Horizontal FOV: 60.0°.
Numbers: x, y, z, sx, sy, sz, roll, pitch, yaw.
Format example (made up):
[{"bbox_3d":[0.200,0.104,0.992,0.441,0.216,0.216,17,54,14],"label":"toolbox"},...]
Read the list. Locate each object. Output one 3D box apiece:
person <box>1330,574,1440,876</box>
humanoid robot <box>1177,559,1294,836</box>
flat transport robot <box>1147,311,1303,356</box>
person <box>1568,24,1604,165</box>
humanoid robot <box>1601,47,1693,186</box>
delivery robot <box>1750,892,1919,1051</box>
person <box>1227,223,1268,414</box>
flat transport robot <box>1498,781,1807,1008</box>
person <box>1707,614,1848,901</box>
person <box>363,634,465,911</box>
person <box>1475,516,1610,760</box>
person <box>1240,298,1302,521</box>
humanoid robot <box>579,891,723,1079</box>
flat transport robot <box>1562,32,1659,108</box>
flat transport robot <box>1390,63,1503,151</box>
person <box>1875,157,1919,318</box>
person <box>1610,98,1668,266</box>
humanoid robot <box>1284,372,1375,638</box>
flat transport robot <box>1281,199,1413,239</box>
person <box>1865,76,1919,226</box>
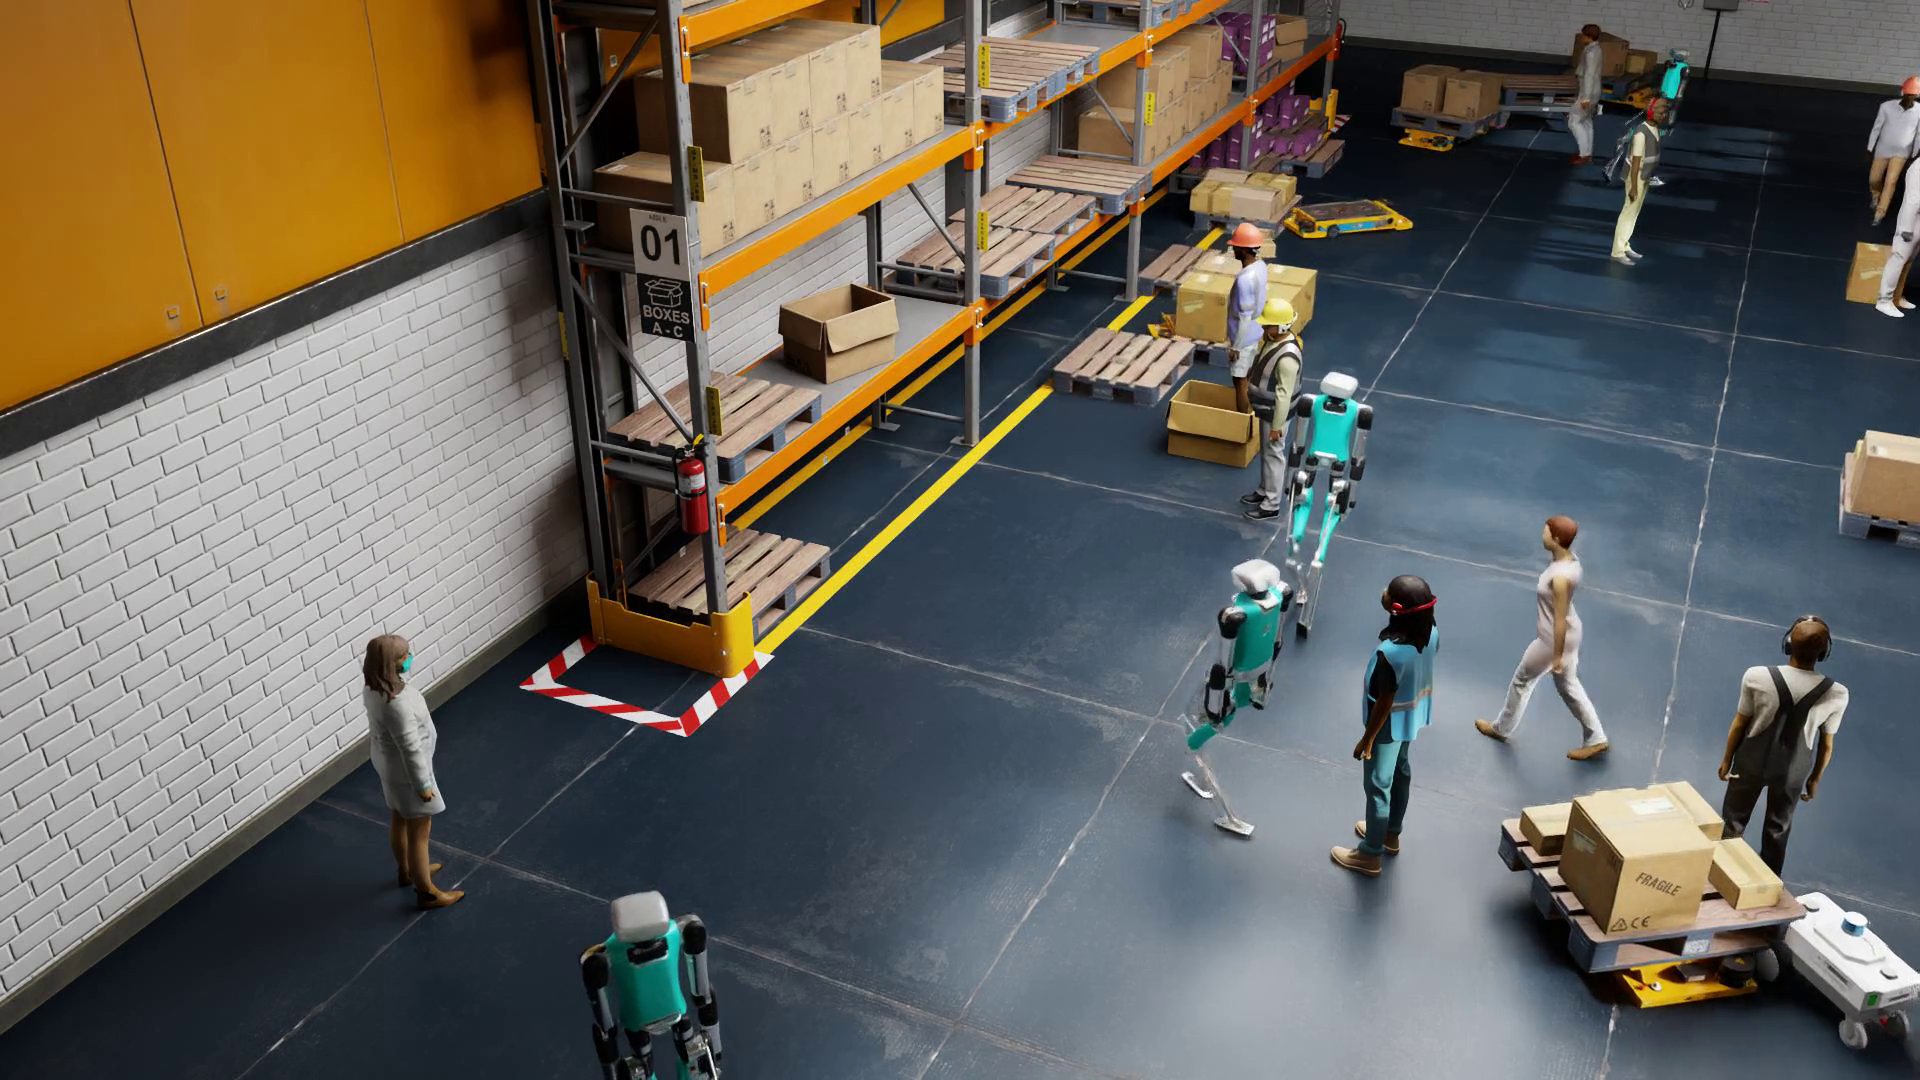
[{"bbox_3d":[2.375,1.018,9.159,0.392,1.866,0.520,22,36,35],"label":"person"},{"bbox_3d":[1.463,0.822,9.688,0.531,1.769,0.855,-22,35,-35],"label":"humanoid robot"},{"bbox_3d":[2.632,-2.074,16.574,1.431,0.231,0.659,-3,28,-5],"label":"flat transport robot"},{"bbox_3d":[8.328,-5.912,22.089,0.436,1.805,0.533,11,30,20],"label":"person"},{"bbox_3d":[8.629,-5.329,21.074,0.968,1.759,0.540,-3,28,-6],"label":"humanoid robot"},{"bbox_3d":[4.468,2.139,8.452,0.499,0.586,0.773,-9,30,-16],"label":"delivery robot"},{"bbox_3d":[2.406,-1.767,14.250,0.371,1.934,0.550,11,30,20],"label":"person"},{"bbox_3d":[3.650,1.963,9.089,0.659,0.231,1.431,-5,29,-9],"label":"flat transport robot"},{"bbox_3d":[4.310,1.215,8.830,0.499,1.839,0.343,10,30,17],"label":"person"},{"bbox_3d":[-2.969,1.233,8.972,0.337,1.660,0.496,-20,34,-32],"label":"person"},{"bbox_3d":[3.684,0.613,10.165,0.801,1.615,0.447,16,32,27],"label":"person"},{"bbox_3d":[2.438,-1.027,12.999,0.403,1.825,0.589,0,28,0],"label":"person"},{"bbox_3d":[-1.161,2.338,6.892,0.541,1.762,1.029,-14,31,-24],"label":"humanoid robot"},{"bbox_3d":[9.926,-6.846,25.422,1.431,0.231,0.659,22,35,35],"label":"flat transport robot"},{"bbox_3d":[6.792,-5.724,23.341,0.659,0.231,1.431,21,35,34],"label":"flat transport robot"},{"bbox_3d":[9.830,-3.256,17.041,0.640,1.910,0.404,-24,36,-37],"label":"person"},{"bbox_3d":[7.528,-3.994,18.474,0.376,1.843,0.571,17,33,29],"label":"person"},{"bbox_3d":[2.471,-0.186,11.588,0.555,1.836,0.896,11,30,20],"label":"humanoid robot"},{"bbox_3d":[4.599,-3.827,19.824,1.431,0.231,0.659,-8,29,-14],"label":"flat transport robot"},{"bbox_3d":[11.151,-4.677,19.854,0.568,1.731,0.699,19,34,31],"label":"person"}]
